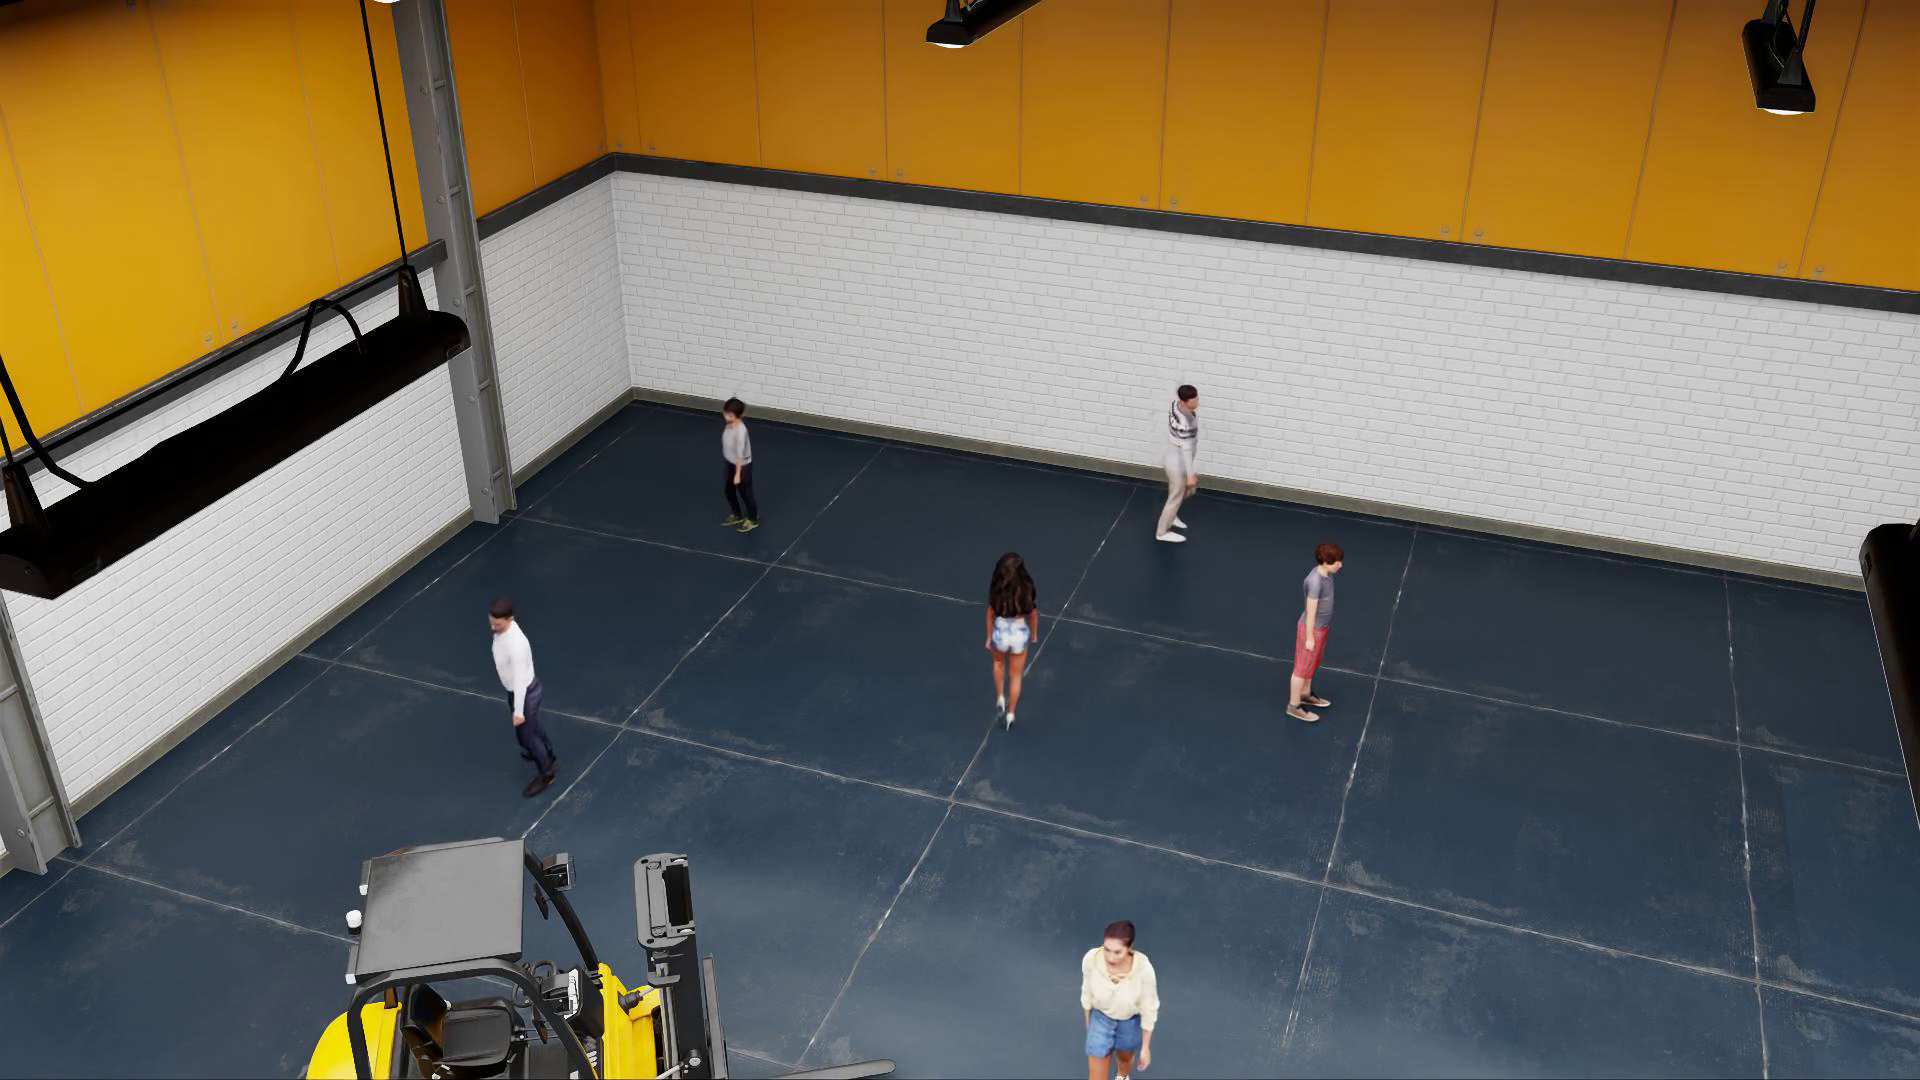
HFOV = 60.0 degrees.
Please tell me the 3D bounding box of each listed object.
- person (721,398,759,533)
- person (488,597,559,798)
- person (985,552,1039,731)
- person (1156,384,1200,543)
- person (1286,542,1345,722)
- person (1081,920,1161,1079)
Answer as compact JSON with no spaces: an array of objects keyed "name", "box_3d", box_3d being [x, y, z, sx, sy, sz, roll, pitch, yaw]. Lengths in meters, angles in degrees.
[{"name":"person","box_3d":[-2.240,-0.780,17.028,0.746,1.526,0.700,-10,30,-18]},{"name":"person","box_3d":[-3.408,1.174,13.118,0.966,1.841,0.897,-5,29,-9]},{"name":"person","box_3d":[0.413,0.884,13.889,0.682,1.611,0.733,2,29,3]},{"name":"person","box_3d":[2.181,-0.783,16.735,0.910,1.813,0.679,-4,29,-8]},{"name":"person","box_3d":[2.991,0.745,14.103,0.666,1.649,0.520,15,32,26]},{"name":"person","box_3d":[0.985,2.930,10.167,0.694,1.584,1.095,7,29,13]}]
